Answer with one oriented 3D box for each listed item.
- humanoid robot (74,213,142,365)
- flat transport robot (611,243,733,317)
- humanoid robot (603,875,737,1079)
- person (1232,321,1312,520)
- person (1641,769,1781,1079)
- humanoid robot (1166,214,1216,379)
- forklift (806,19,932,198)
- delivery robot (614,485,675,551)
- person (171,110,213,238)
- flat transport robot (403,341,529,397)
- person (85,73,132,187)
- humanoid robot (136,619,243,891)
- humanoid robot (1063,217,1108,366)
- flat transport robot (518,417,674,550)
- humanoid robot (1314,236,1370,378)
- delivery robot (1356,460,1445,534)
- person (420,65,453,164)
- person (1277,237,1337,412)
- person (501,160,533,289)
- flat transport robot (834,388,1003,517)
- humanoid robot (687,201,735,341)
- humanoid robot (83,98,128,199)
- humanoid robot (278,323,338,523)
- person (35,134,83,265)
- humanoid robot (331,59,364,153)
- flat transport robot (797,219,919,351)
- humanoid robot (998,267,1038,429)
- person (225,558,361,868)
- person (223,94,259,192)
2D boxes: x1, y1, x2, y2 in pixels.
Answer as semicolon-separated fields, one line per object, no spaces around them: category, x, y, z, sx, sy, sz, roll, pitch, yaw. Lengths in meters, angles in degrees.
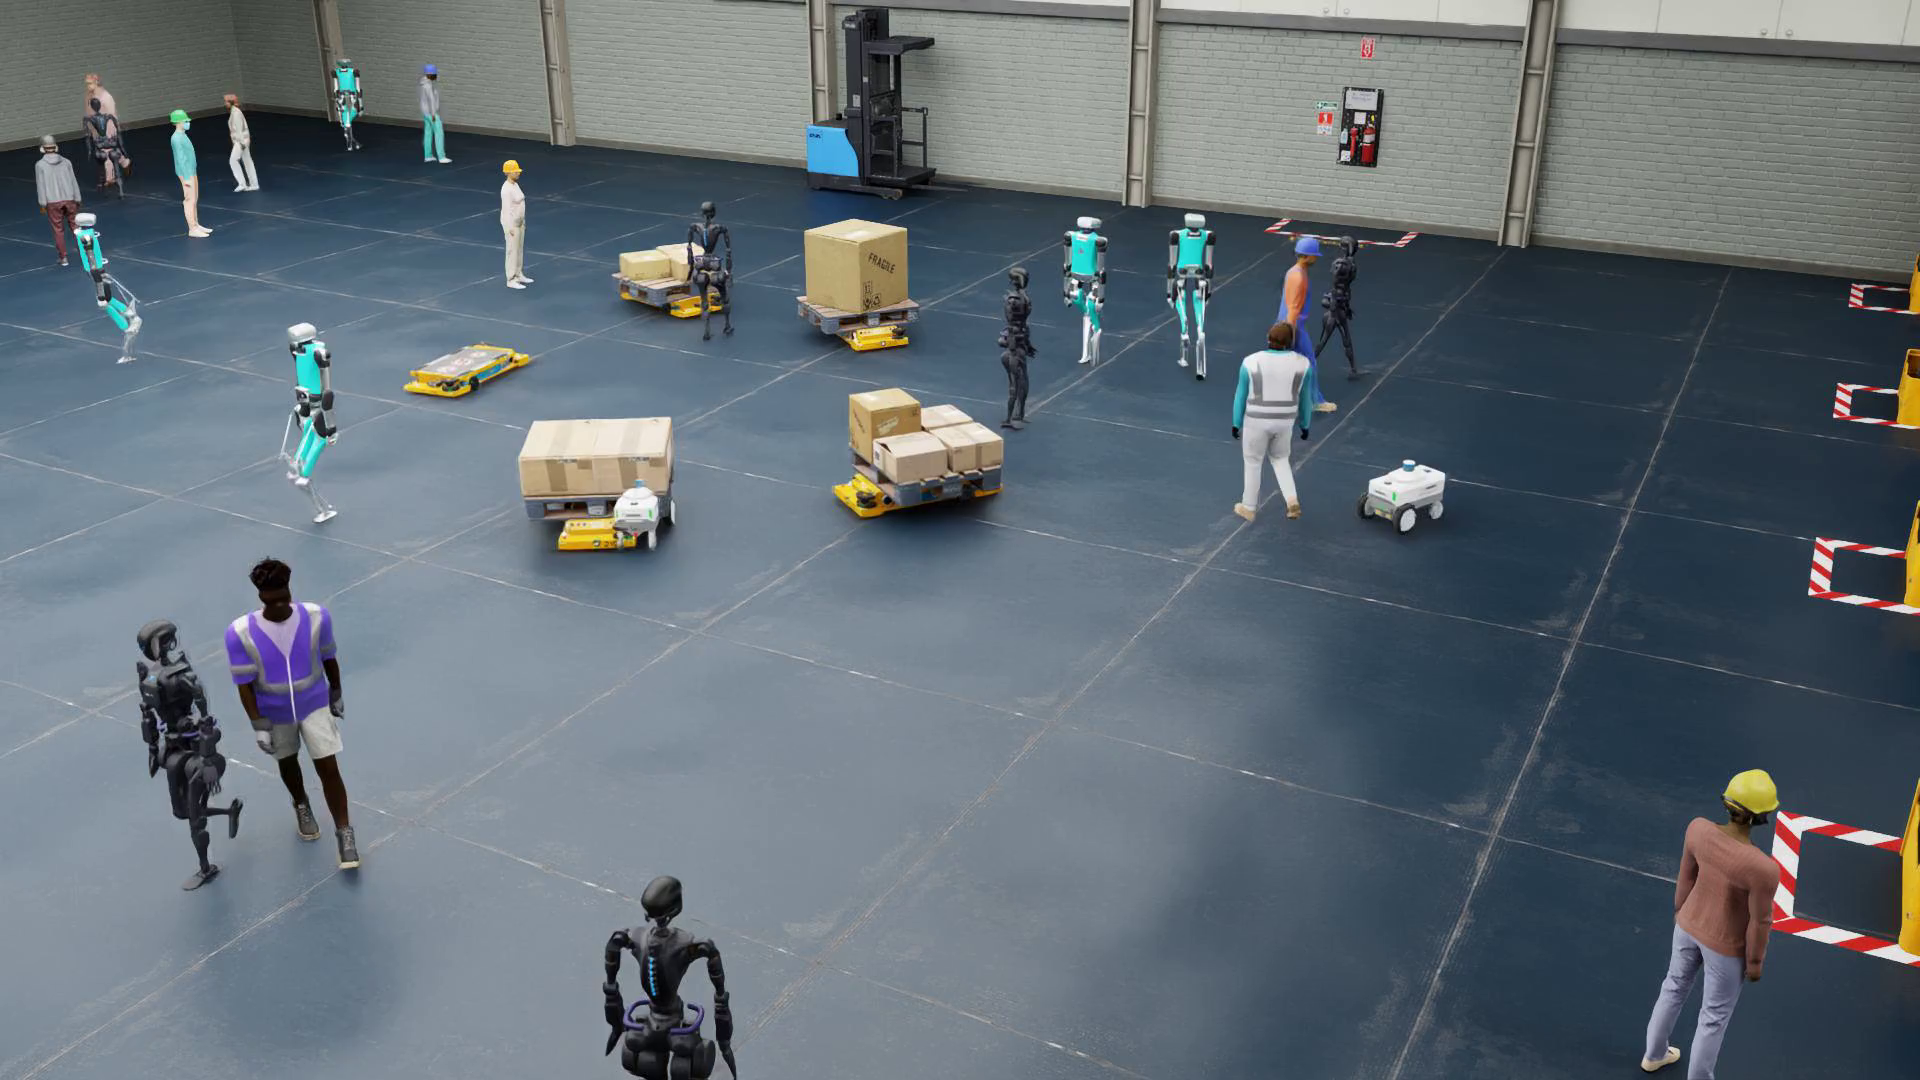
humanoid robot;-9.617;-2.792;18.942;0.667;1.893;0.560;-12;26;-26
flat transport robot;-3.708;-3.138;21.469;0.659;0.231;1.431;-21;31;-40
humanoid robot;-1.298;2.211;7.262;0.615;1.637;0.689;3;23;8
person;2.726;-0.999;14.521;0.668;1.821;0.568;-4;24;-9
person;3.608;1.876;7.913;0.341;1.760;0.521;-10;25;-22
humanoid robot;2.615;-2.647;18.579;0.543;1.880;0.808;-2;23;-6
forklift;-1.573;-7.292;27.850;1.873;2.768;1.129;12;26;25
delivery robot;-2.772;-0.268;14.432;0.499;0.600;0.802;-1;23;-1
person;-11.543;-5.485;24.898;0.347;1.872;0.530;-5;24;-12
flat transport robot;-5.510;-1.911;18.612;0.659;0.231;1.431;8;25;19
person;-14.657;-7.052;28.526;0.652;1.886;0.692;16;28;33
humanoid robot;-4.425;1.191;9.621;0.583;1.645;0.550;11;25;23
humanoid robot;1.498;-2.754;18.860;0.545;1.906;0.723;14;27;29
flat transport robot;-3.177;-0.276;14.805;0.659;0.231;1.431;-2;23;-5
humanoid robot;4.201;-2.564;18.397;0.772;1.622;0.612;13;26;28
delivery robot;3.956;-0.417;14.758;0.767;0.583;0.499;-16;28;-32
person;-9.635;-7.776;30.389;0.480;1.751;0.591;-10;25;-21
person;3.476;-2.262;17.423;1.012;1.852;0.534;3;23;6
person;-5.925;-4.200;22.138;0.335;1.690;0.470;2;23;4
flat transport robot;-0.359;-0.492;15.308;1.431;0.231;0.659;-11;26;-24
humanoid robot;-3.005;-3.242;19.961;0.593;1.655;0.570;4;24;9
humanoid robot;-14.142;-6.484;27.511;0.612;1.623;0.739;-18;29;-36
humanoid robot;-5.775;-0.970;14.583;0.568;1.800;0.648;19;30;38
person;-12.629;-4.776;23.338;0.552;1.806;0.381;-20;30;-38
humanoid robot;-11.505;-8.061;31.128;0.539;1.760;1.028;0;23;1
flat transport robot;-1.230;-2.595;20.204;0.659;0.231;1.431;-11;25;-23
humanoid robot;0.588;-1.966;16.954;0.325;1.650;0.602;8;25;19
person;-3.875;1.014;9.706;0.595;1.915;0.946;-12;26;-25
person;-12.175;-6.667;27.956;0.555;1.618;0.549;-9;25;-19
